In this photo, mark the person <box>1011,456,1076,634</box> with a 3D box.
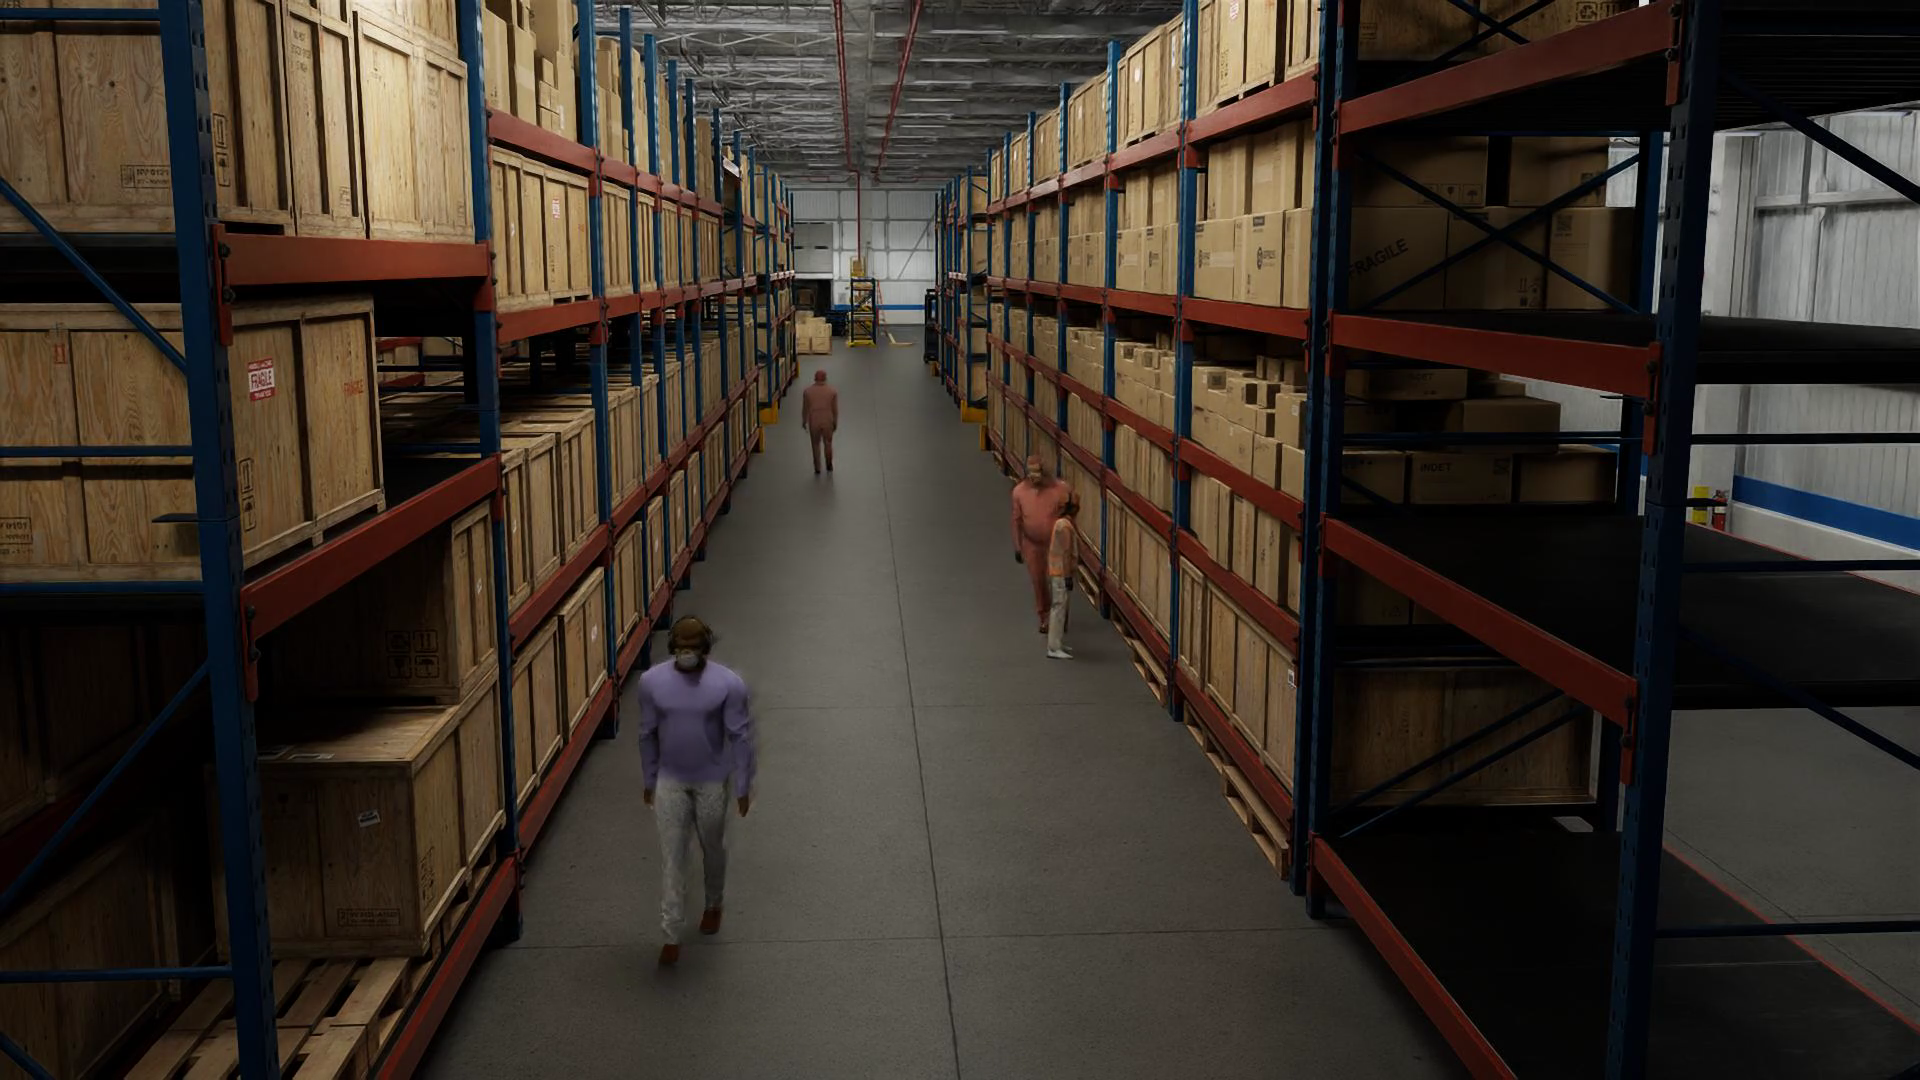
[{"bbox_3d":[0.850,0.055,17.168,0.689,1.868,0.474,3,10,19],"label":"person"}]

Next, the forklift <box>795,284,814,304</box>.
[{"bbox_3d":[-7.098,-10.340,76.232,1.129,2.768,1.873,-1,10,-4],"label":"forklift"}]

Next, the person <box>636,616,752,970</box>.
[{"bbox_3d":[-1.485,1.357,9.281,0.651,1.906,0.843,0,10,2],"label":"person"}]

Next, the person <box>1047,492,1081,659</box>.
[{"bbox_3d":[1.015,0.340,16.190,0.321,1.629,0.526,0,10,2],"label":"person"}]

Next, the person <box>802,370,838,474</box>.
[{"bbox_3d":[-2.566,-2.179,30.501,0.662,1.863,0.943,-1,10,-6],"label":"person"}]

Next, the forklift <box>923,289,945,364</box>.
[{"bbox_3d":[-0.807,-8.115,62.941,1.129,2.768,1.873,-1,10,-3],"label":"forklift"}]
